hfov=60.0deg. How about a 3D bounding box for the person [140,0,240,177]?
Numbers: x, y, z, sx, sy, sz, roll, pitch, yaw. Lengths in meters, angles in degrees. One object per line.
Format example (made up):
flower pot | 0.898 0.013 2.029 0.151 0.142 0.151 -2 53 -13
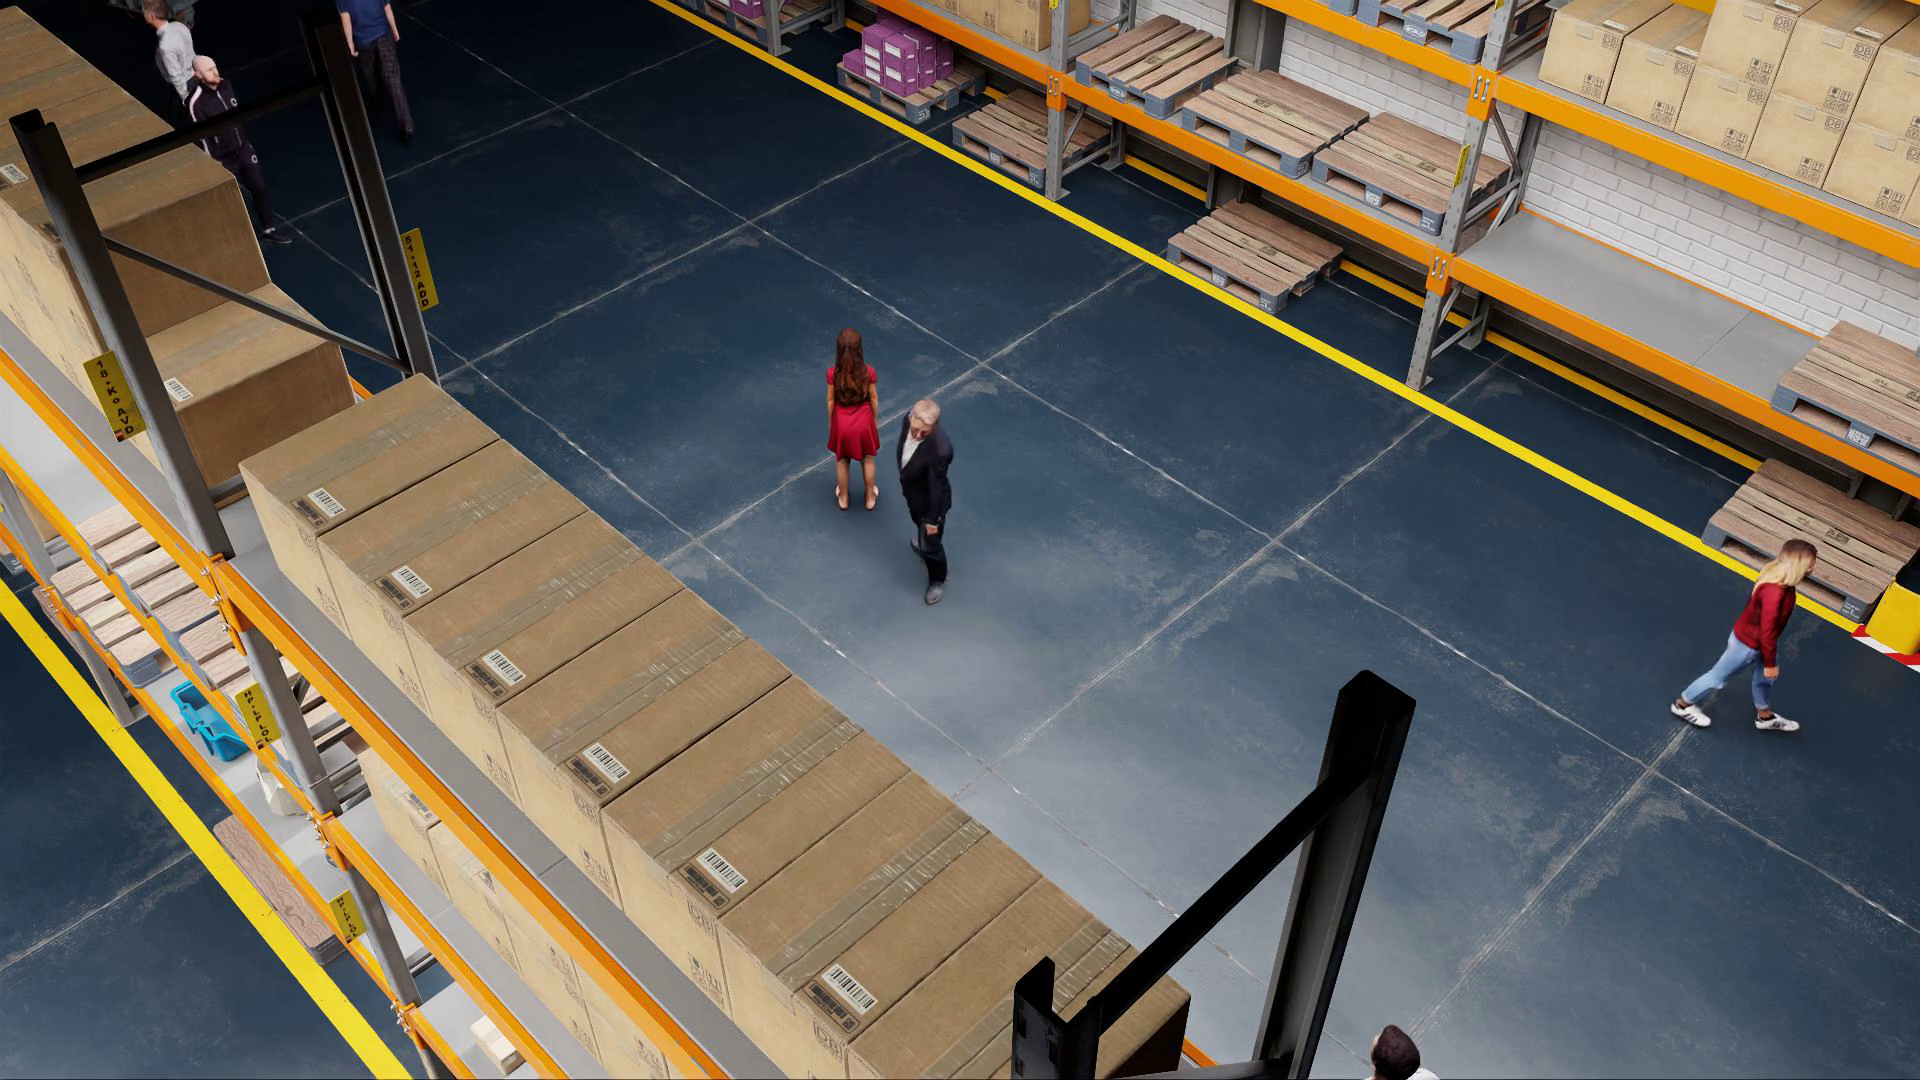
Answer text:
person | -6.985 -4.118 15.223 0.945 1.798 0.878 4 44 4

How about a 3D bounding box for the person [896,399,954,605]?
person | -0.222 -0.368 11.298 0.979 1.781 0.727 -10 45 -10

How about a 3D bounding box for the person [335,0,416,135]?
person | -5.557 -4.713 15.824 0.938 1.830 1.277 -18 46 -18

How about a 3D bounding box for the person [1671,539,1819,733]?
person | 4.882 0.600 10.417 1.050 1.596 0.781 23 48 22

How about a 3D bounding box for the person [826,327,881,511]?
person | -0.776 -0.859 11.981 0.678 1.551 0.738 -6 44 -6

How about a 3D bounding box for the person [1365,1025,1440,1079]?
person | 1.950 2.943 7.778 0.925 1.844 1.067 -16 46 -16

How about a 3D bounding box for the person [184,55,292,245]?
person | -6.407 -3.350 14.406 1.106 1.814 0.906 16 46 16
